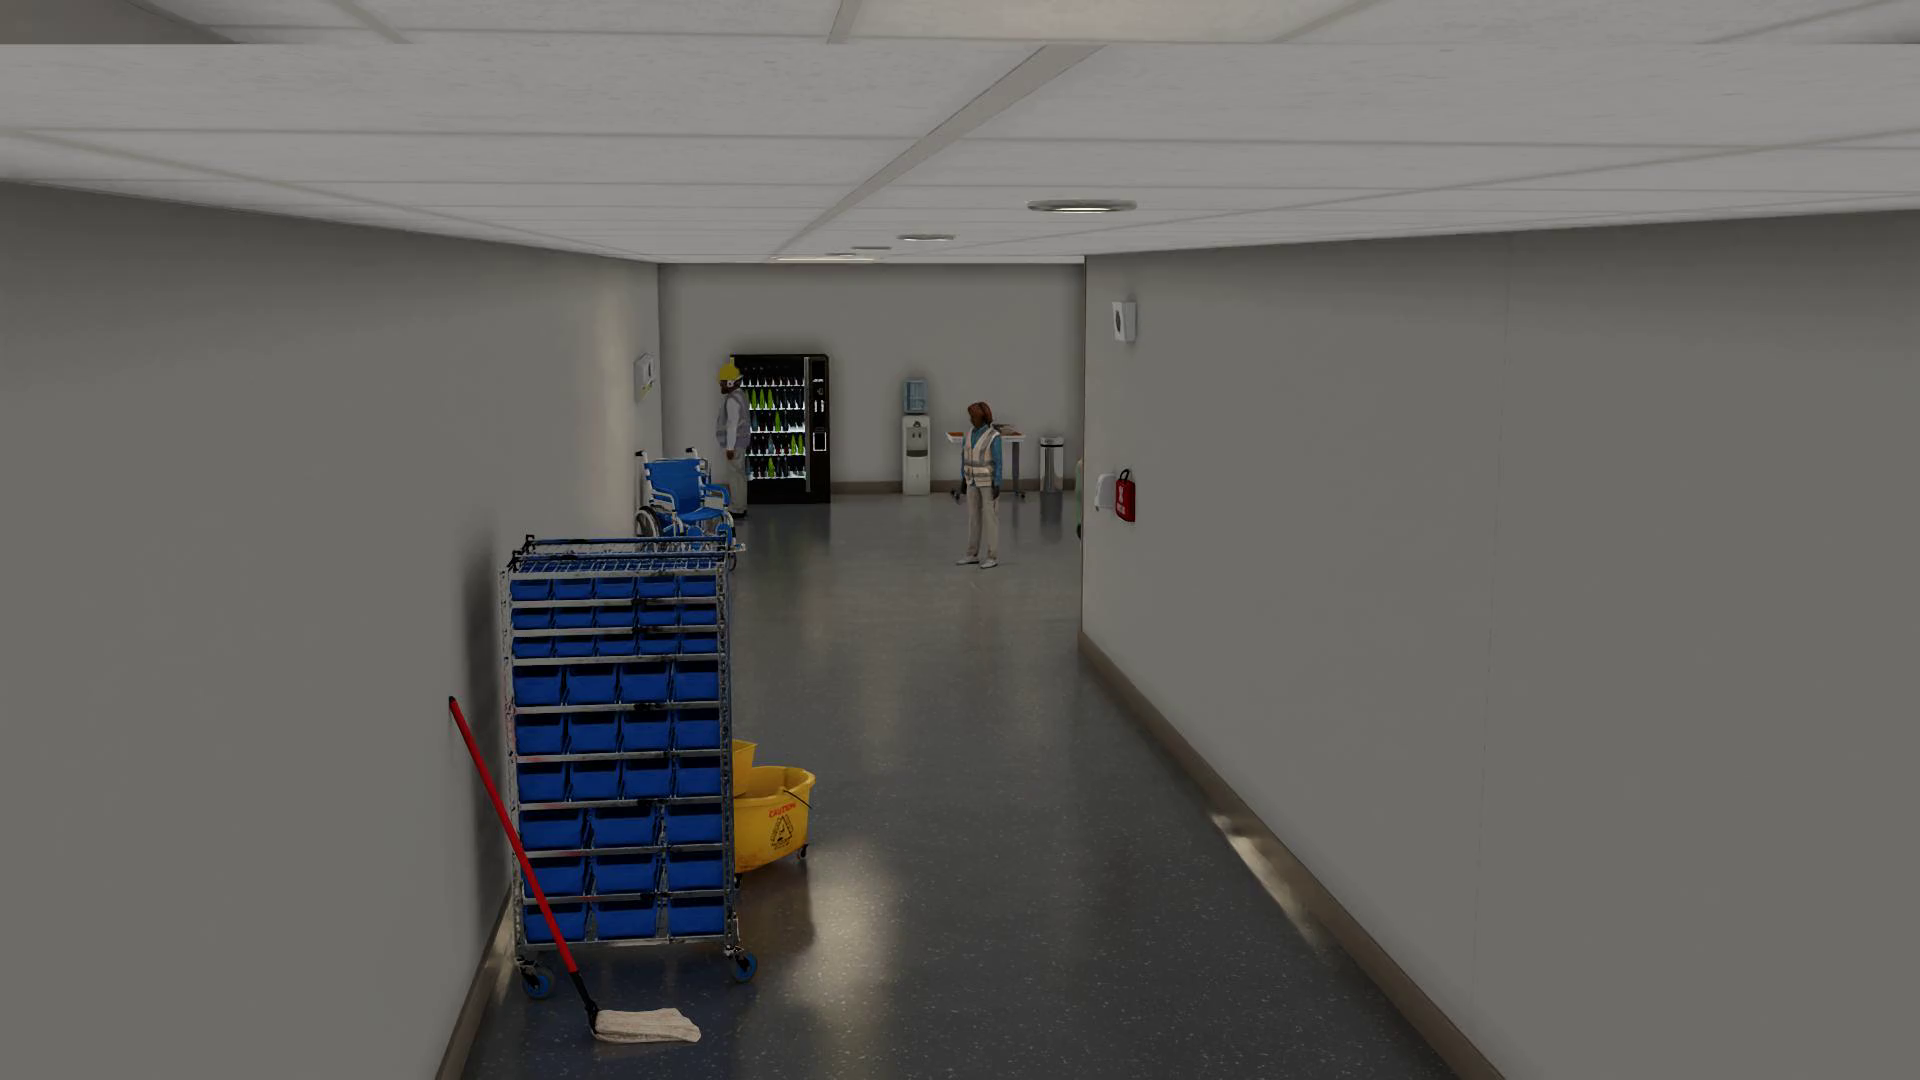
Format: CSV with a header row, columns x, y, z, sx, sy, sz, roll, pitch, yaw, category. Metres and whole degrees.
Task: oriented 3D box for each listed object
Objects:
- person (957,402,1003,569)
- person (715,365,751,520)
x,y,z,sx,sy,sz,roll,pitch,yaw,category
0.211,-0.542,16.357,0.314,1.639,0.514,-9,13,-44,person
-2.664,-1.139,19.524,0.403,1.825,0.600,0,9,2,person
